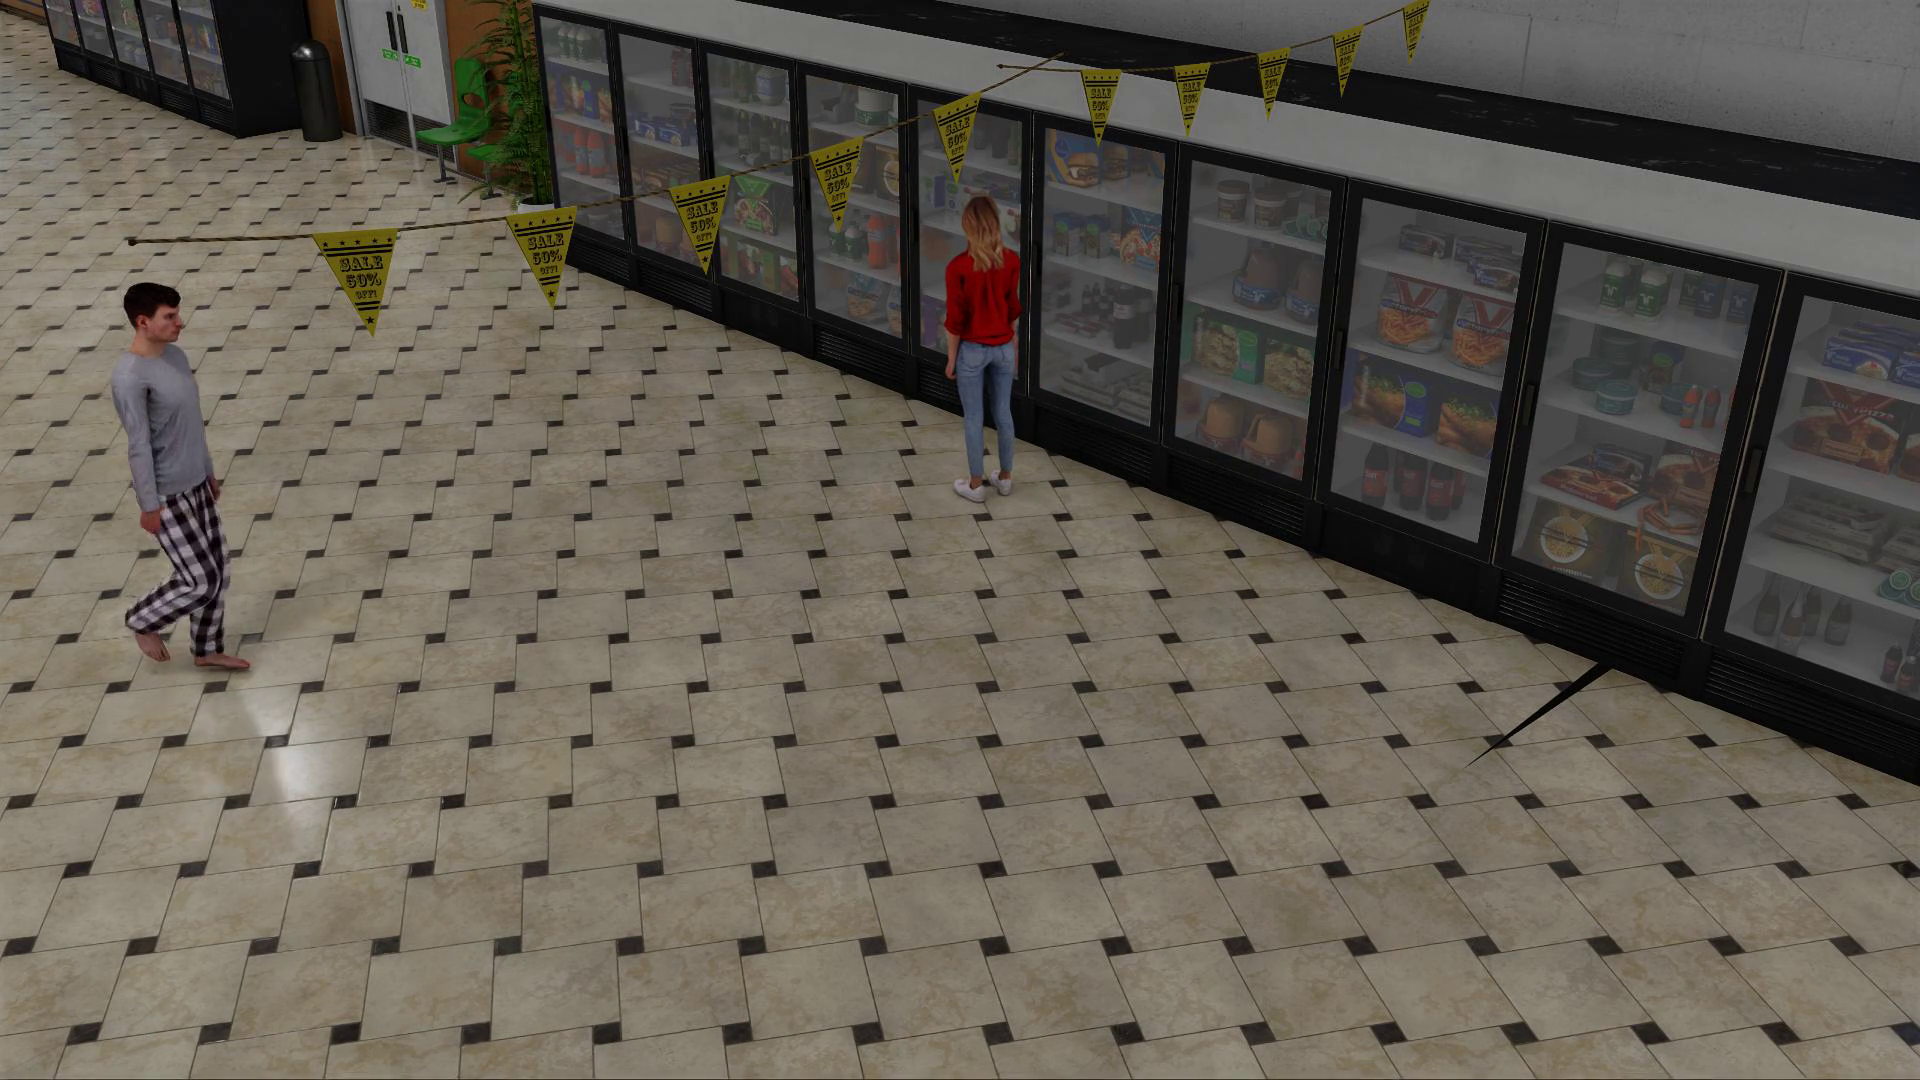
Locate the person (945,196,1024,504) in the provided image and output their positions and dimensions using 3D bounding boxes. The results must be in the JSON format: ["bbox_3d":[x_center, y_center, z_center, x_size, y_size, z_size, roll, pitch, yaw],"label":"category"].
[{"bbox_3d":[0.129,-1.028,9.080,0.565,1.703,0.736,-13,30,-24],"label":"person"}]

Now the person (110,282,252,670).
[{"bbox_3d":[-3.571,-0.241,7.389,0.928,1.828,0.873,4,27,8],"label":"person"}]
